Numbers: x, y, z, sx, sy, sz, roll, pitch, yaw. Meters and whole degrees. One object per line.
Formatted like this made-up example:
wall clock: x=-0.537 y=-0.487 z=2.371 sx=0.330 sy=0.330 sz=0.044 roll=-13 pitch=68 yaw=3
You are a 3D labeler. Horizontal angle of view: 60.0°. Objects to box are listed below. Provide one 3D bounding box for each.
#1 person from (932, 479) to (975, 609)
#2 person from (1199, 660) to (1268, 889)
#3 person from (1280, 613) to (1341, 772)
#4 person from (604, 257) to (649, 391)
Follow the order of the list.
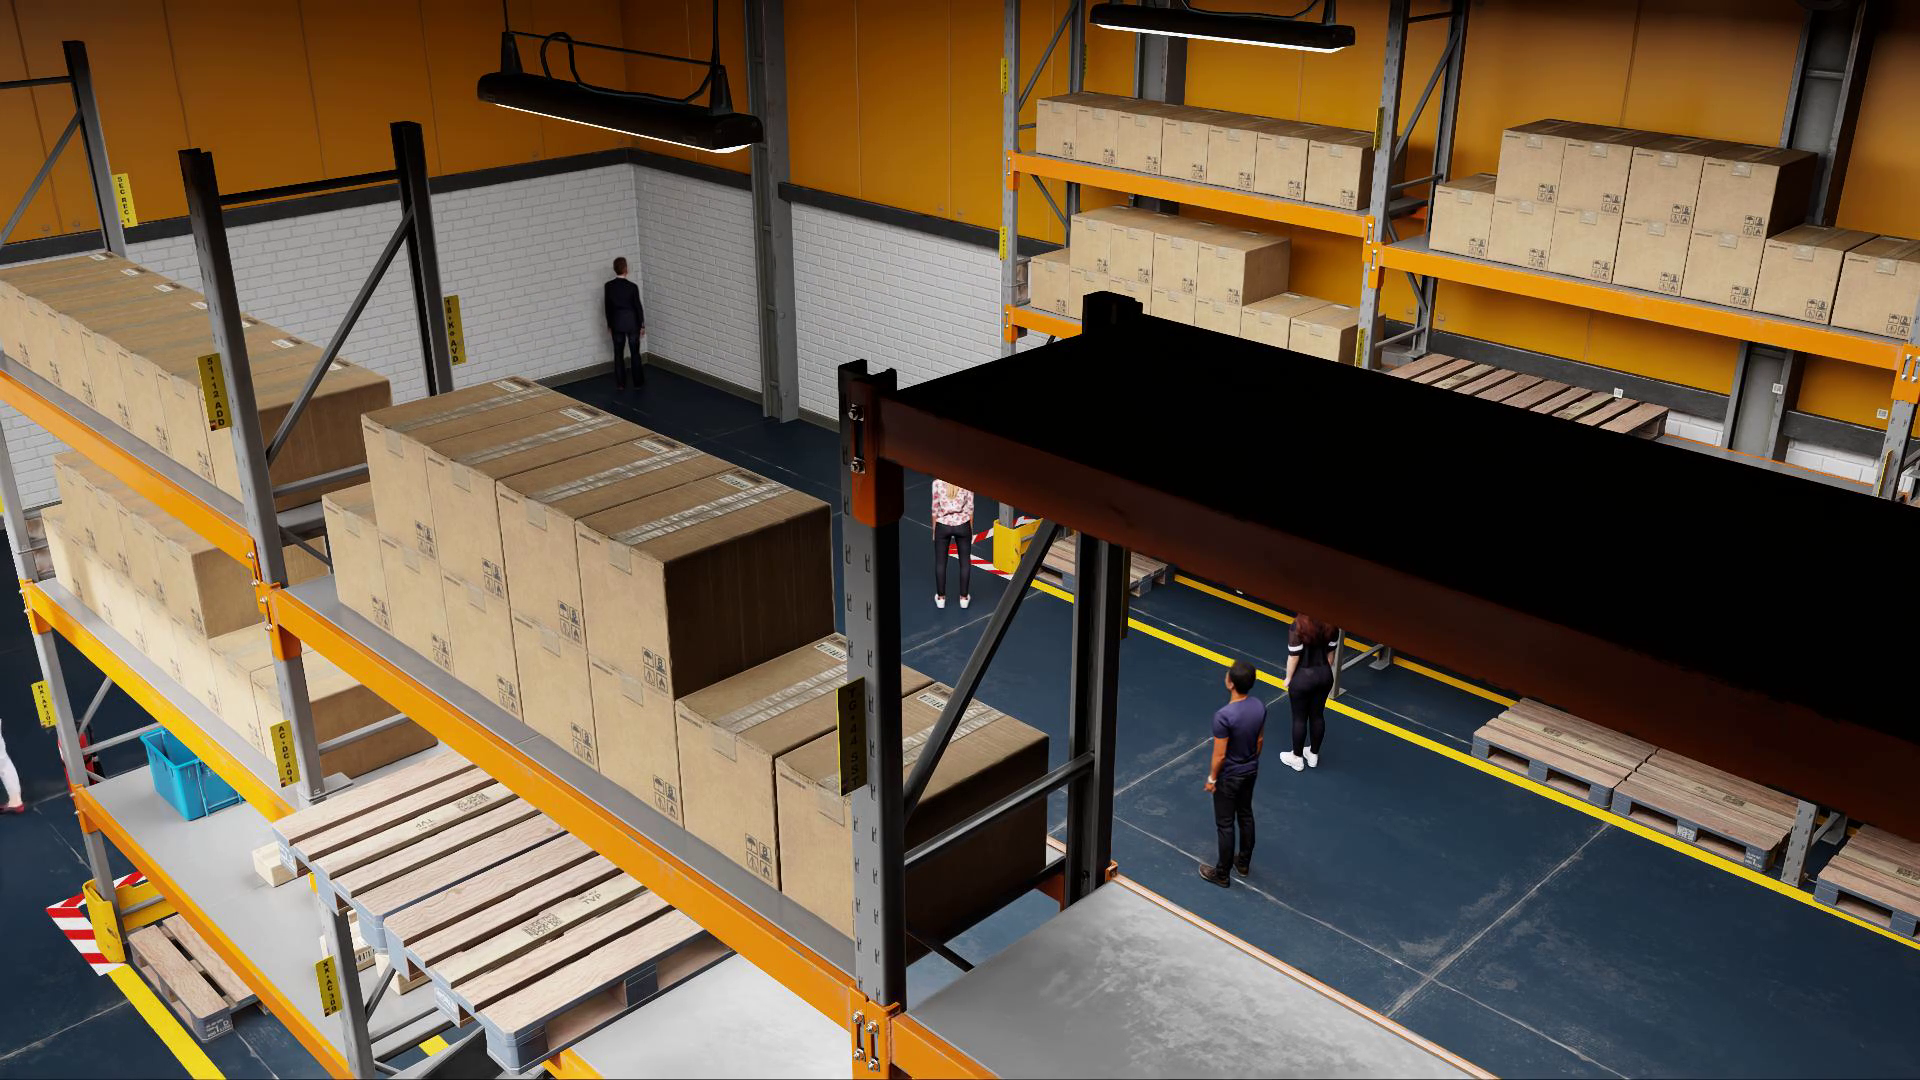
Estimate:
person: x=-0.070 y=-0.111 z=16.270 sx=0.629 sy=1.630 sz=0.690 roll=0 pitch=24 yaw=0
person: x=1.990 y=1.671 z=11.986 sx=0.673 sy=1.797 sz=0.578 roll=-16 pitch=28 yaw=-32
person: x=2.835 y=1.105 z=13.477 sx=0.700 sy=1.639 sz=0.718 roll=-8 pitch=25 yaw=-17
person: x=-4.534 y=-2.936 z=22.503 sx=0.740 sy=1.814 sz=0.831 roll=3 pitch=24 yaw=7
